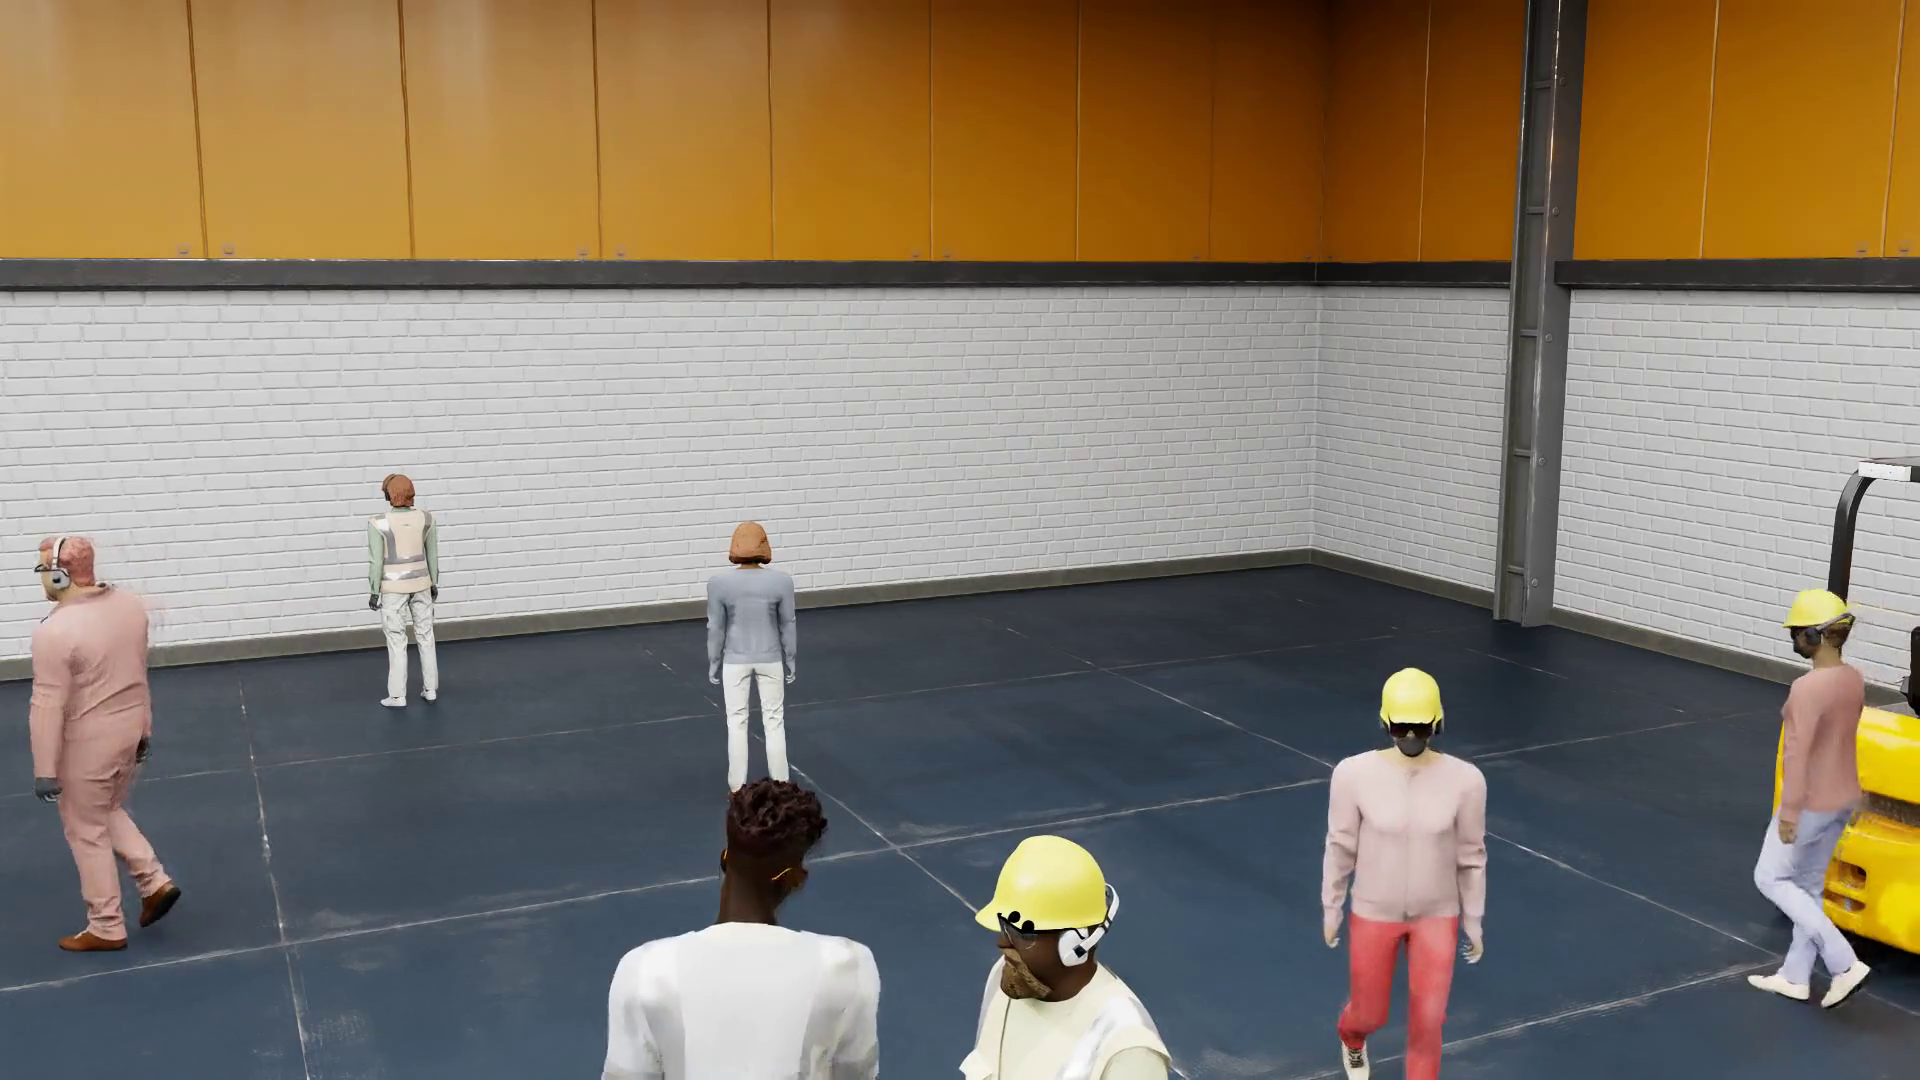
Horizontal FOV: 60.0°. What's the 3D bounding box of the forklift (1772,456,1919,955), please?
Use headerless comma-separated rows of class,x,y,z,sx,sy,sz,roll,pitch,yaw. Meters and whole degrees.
forklift,4.857,0.731,7.561,2.313,2.155,1.214,-4,10,-25

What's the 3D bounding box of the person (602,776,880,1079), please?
person,-0.509,1.466,3.850,0.642,1.913,0.886,-1,9,-6

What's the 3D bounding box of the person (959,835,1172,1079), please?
person,0.196,1.537,3.678,0.404,1.832,0.596,-6,11,-31

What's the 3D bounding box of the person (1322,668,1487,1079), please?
person,1.514,1.254,5.727,0.534,1.745,0.606,1,9,7

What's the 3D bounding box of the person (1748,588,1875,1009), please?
person,3.532,1.076,6.814,0.551,1.739,0.486,-7,11,-36

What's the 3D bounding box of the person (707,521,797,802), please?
person,-1.179,0.706,9.452,0.505,1.631,0.278,-1,9,-9

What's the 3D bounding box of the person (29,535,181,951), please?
person,-3.860,0.909,7.395,0.446,1.887,0.668,1,9,8

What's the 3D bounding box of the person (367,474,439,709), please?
person,-3.874,0.355,11.609,0.306,1.640,0.522,9,13,44
